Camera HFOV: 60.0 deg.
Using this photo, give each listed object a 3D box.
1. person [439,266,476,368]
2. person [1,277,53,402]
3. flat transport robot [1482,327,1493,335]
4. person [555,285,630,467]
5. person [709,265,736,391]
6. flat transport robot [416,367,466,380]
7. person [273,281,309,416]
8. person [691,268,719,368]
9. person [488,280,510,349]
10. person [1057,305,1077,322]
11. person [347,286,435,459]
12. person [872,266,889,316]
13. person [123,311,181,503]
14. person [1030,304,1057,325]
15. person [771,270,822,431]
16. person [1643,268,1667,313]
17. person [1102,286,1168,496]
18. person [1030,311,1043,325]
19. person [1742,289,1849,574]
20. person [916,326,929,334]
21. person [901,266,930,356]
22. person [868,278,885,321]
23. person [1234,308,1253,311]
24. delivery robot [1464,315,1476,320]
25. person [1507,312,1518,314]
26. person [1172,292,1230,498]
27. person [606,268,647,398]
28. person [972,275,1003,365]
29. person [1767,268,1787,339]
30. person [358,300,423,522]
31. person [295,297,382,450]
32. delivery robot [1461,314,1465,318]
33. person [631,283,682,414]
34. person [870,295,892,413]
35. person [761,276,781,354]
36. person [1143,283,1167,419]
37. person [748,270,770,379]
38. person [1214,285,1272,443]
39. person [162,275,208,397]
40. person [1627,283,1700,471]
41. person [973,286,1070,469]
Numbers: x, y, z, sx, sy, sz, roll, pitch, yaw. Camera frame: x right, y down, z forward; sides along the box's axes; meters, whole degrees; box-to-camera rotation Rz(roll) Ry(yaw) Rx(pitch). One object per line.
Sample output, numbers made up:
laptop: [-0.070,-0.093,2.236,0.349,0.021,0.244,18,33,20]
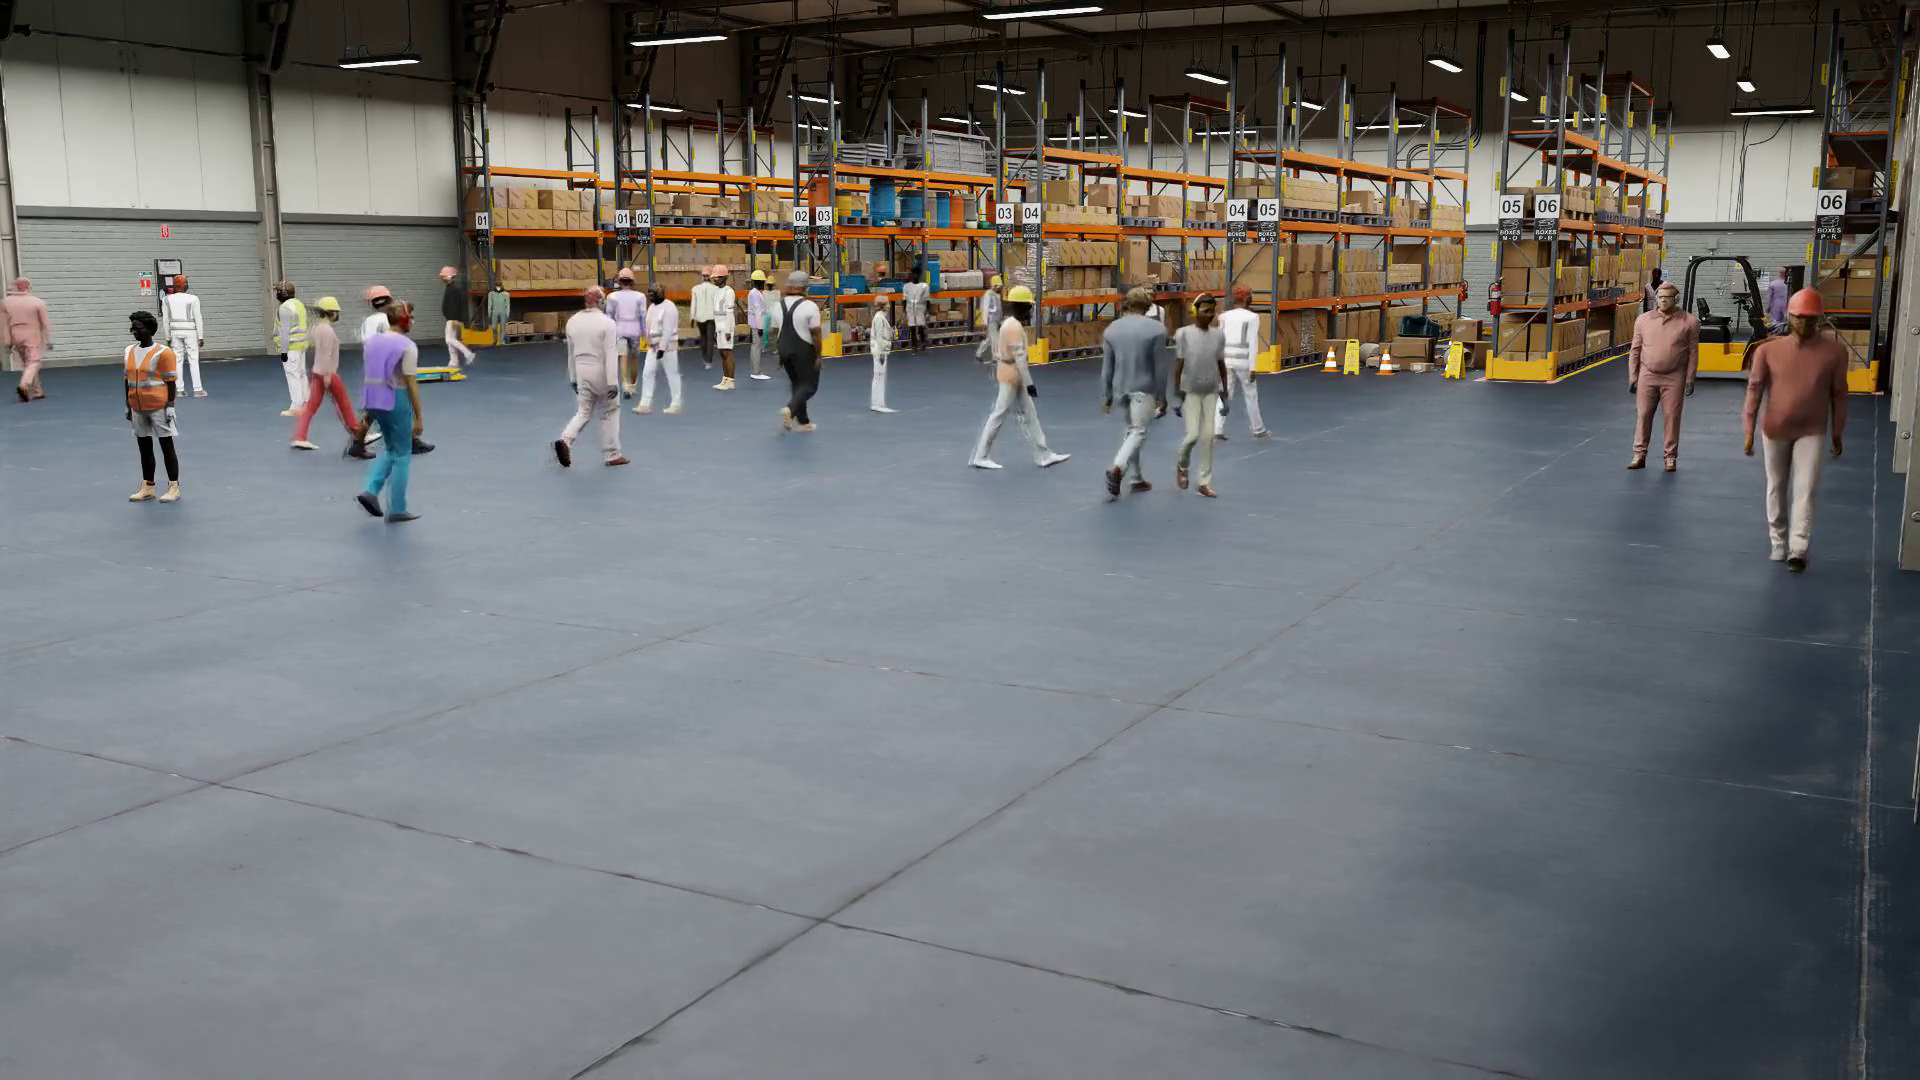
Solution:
person: [-9.629,-4.220,31.703,0.534,1.982,0.629,-4,11,-23]
person: [-14.034,-3.020,25.023,0.652,1.875,0.901,0,10,0]
flat transport robot: [14.877,-5.746,45.633,0.652,0.197,1.431,9,14,41]
person: [-3.800,-1.670,17.111,0.654,1.884,0.794,6,11,30]
person: [-3.862,-3.440,26.999,0.400,2.035,0.606,-5,11,-27]
flat transport robot: [-9.367,-2.868,28.807,0.652,0.197,1.431,9,13,44]
person: [-9.143,-2.607,22.730,0.431,1.837,0.629,0,10,-2]
person: [-4.909,-4.349,32.577,0.665,1.938,1.001,1,10,4]
person: [-10.819,-5.291,39.063,0.502,1.601,0.560,-3,10,-16]
person: [2.566,-5.320,38.954,0.518,1.715,0.910,8,12,38]
person: [-6.246,-1.815,18.013,1.030,1.860,0.577,-9,13,-43]
person: [-2.053,-6.339,44.293,0.553,1.920,0.405,4,10,22]
person: [-7.172,-1.176,14.734,0.539,1.696,0.317,3,10,14]
person: [1.879,-5.205,37.656,0.629,1.934,0.360,0,10,1]
person: [-1.998,-2.313,20.381,0.693,2.000,0.794,6,12,33]
person: [15.459,-5.073,36.924,0.377,1.912,0.588,-9,13,-41]
person: [1.532,-1.338,15.058,0.631,1.913,0.863,7,12,36]
person: [1.860,-5.369,39.511,0.503,1.614,0.520,4,11,23]
person: [5.790,-0.759,11.563,0.651,1.937,1.009,5,11,26]
person: [-1.081,-6.689,46.511,0.529,1.871,0.314,5,11,28]
person: [-0.982,-5.005,36.394,0.613,1.946,0.425,2,10,13]
person: [-2.086,-5.794,41.964,0.524,1.617,0.343,6,11,30]
person: [6.601,-5.355,38.705,0.315,1.865,0.526,-9,14,-44]
delivery robot: [13.853,-5.917,45.551,0.707,0.478,0.477,-2,10,-11]
person: [14.679,-6.121,43.952,0.545,1.625,0.423,-2,10,-14]
person: [2.191,-1.314,15.081,0.569,1.851,0.450,-3,10,-18]
person: [-5.132,-3.189,25.634,0.620,2.007,1.017,-2,10,-12]
person: [0.579,-4.411,33.384,0.732,1.799,0.598,3,10,20]
person: [20.519,-5.848,41.536,0.650,1.887,0.709,4,11,23]
person: [-4.646,-1.046,13.588,0.601,1.822,0.447,7,12,34]
person: [-7.098,-1.876,18.761,0.957,1.712,0.538,-7,12,-35]
delivery robot: [13.941,-6.017,46.134,0.477,0.478,0.707,-2,10,-11]
person: [-4.180,-2.612,22.828,0.622,1.806,0.827,9,13,43]
person: [-1.101,-2.602,23.248,0.309,1.639,0.520,-1,10,-3]
person: [-4.245,-4.994,37.025,0.517,1.724,0.817,2,10,14]
person: [2.516,-2.525,22.311,0.524,1.796,0.985,-2,10,-10]
person: [-3.574,-3.809,29.472,0.364,1.927,0.587,-2,10,-14]
person: [3.295,-2.057,19.502,0.897,1.838,0.599,-9,13,-43]
person: [-11.993,-3.146,25.719,0.573,1.883,0.359,0,10,-2]
person: [7.124,-1.649,16.887,0.652,1.906,0.402,6,11,30]
person: [0.597,-1.645,16.966,1.005,1.872,0.594,1,10,6]
